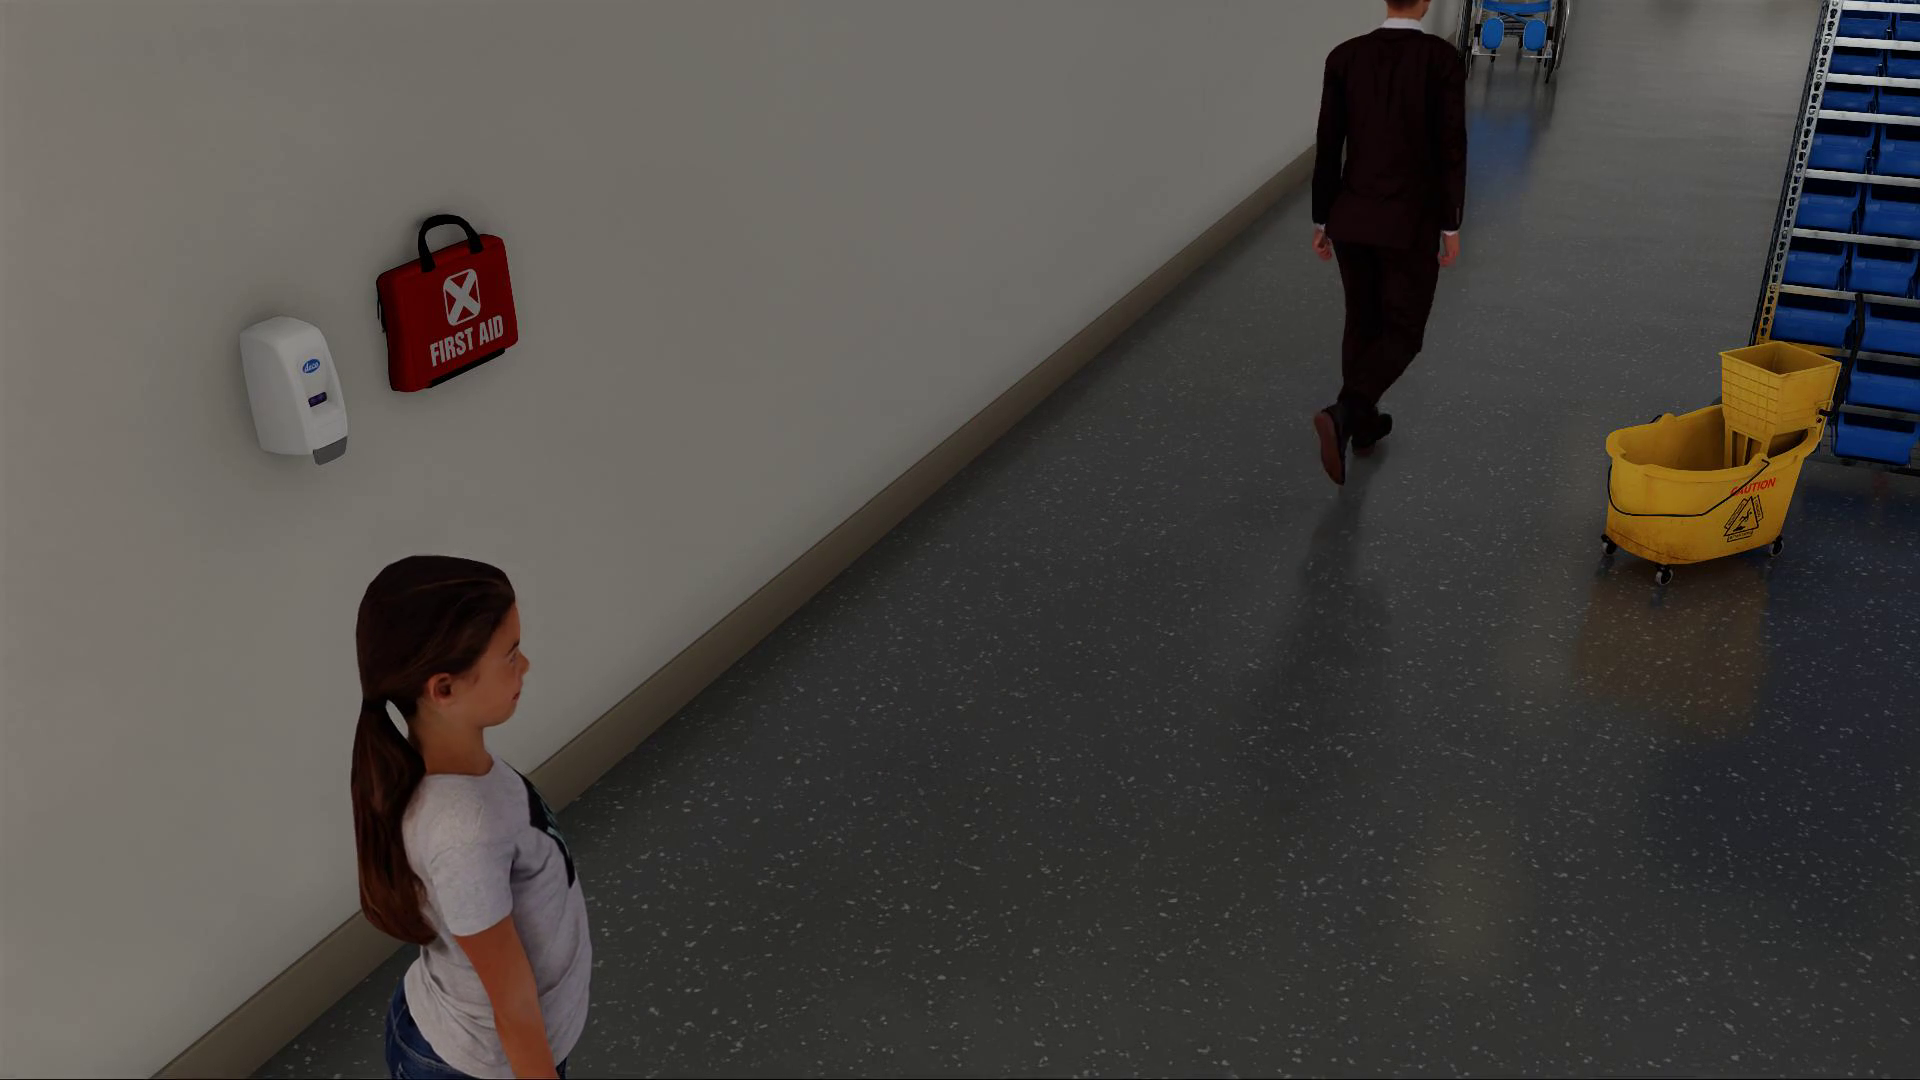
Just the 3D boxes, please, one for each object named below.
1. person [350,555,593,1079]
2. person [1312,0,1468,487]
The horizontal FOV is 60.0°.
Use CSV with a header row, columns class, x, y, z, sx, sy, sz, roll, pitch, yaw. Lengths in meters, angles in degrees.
class,x,y,z,sx,sy,sz,roll,pitch,yaw
person,-0.654,0.727,2.351,0.689,1.565,0.619,-12,28,-23
person,1.467,-1.091,5.793,1.050,1.849,0.878,17,31,31
